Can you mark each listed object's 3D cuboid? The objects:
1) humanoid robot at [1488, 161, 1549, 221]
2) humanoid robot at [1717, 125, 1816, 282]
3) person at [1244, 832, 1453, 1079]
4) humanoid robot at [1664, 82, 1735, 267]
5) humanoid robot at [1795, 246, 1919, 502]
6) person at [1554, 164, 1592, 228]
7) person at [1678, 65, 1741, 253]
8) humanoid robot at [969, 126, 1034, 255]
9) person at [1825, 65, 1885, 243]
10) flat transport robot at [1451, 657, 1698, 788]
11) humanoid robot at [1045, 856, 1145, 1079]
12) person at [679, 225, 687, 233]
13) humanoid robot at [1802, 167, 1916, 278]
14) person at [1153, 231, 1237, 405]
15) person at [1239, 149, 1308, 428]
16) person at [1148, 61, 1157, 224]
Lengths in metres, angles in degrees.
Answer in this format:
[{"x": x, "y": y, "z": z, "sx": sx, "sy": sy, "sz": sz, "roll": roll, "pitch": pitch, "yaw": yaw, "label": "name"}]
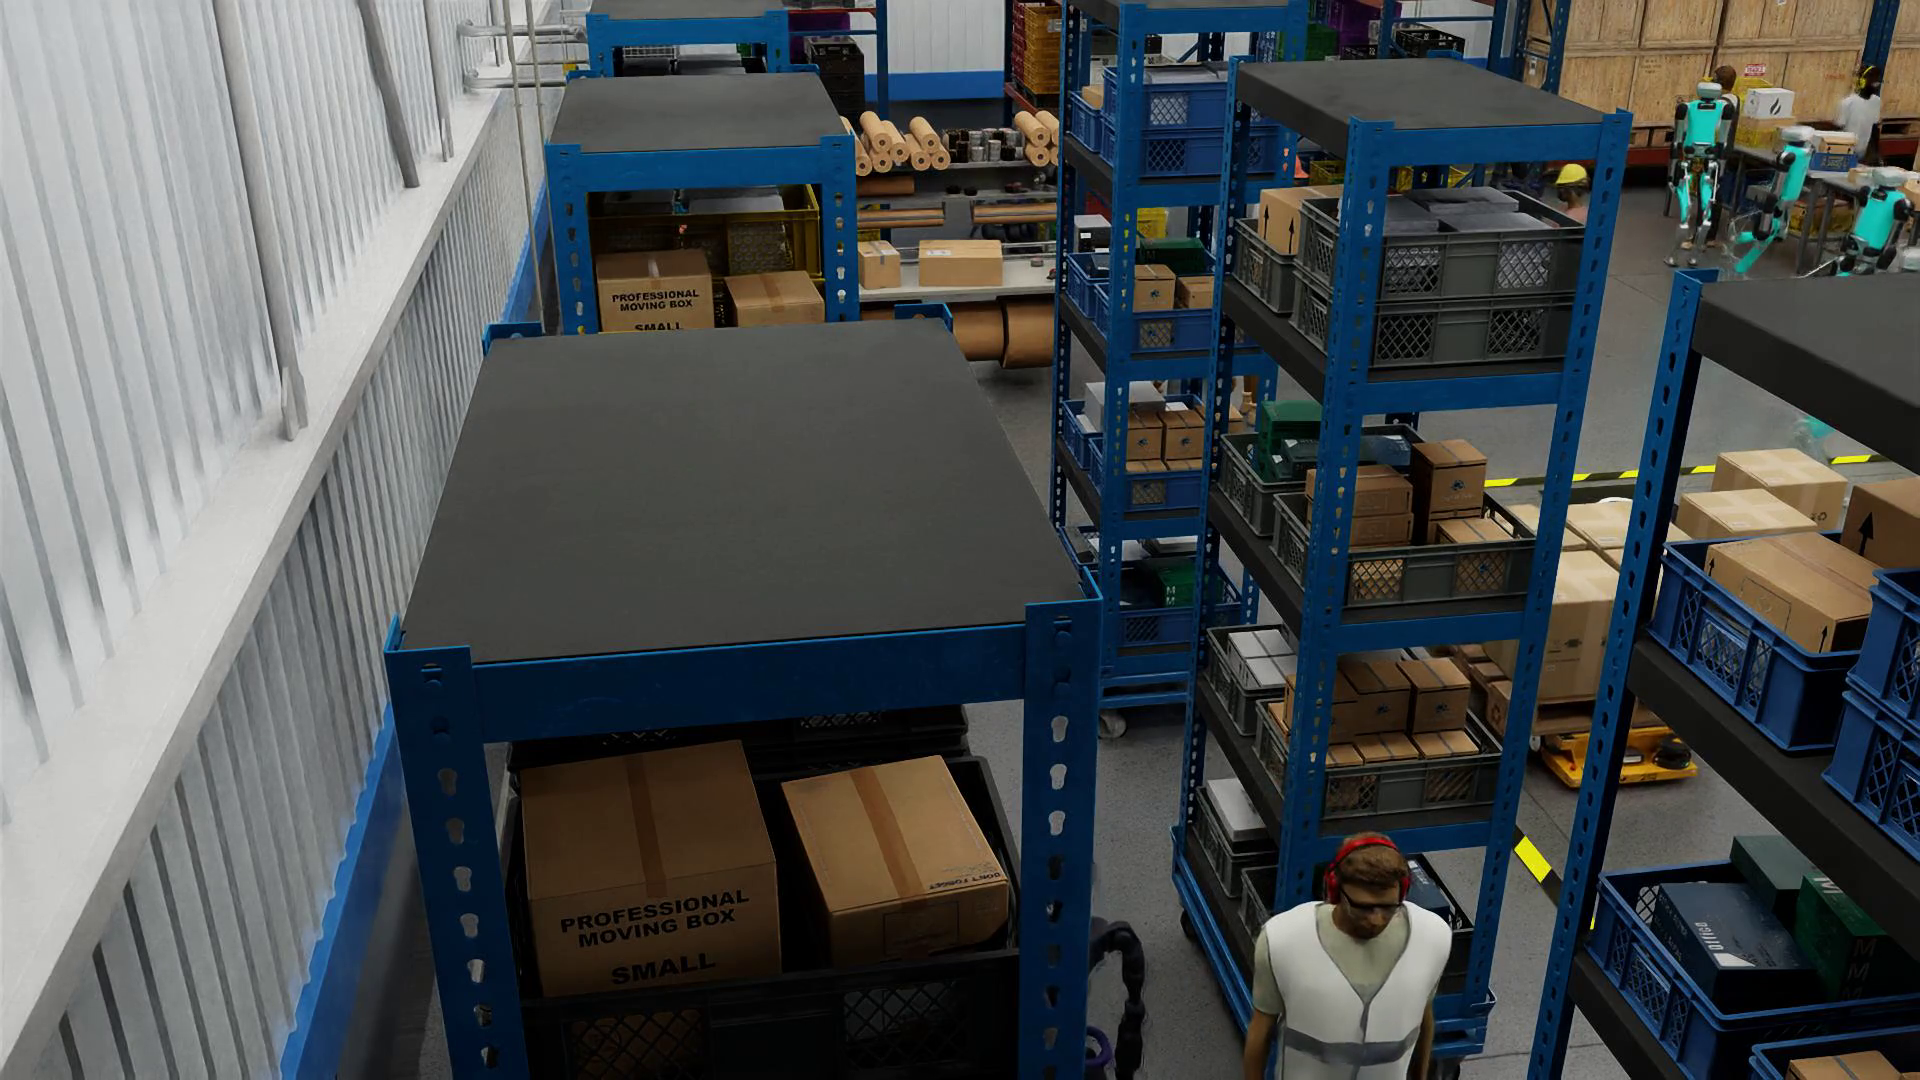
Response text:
[{"x": 5.161, "y": -3.196, "z": 15.597, "sx": 0.603, "sy": 1.632, "sz": 0.731, "roll": -4, "pitch": 25, "yaw": -9, "label": "humanoid robot"}, {"x": 7.009, "y": -2.783, "z": 14.584, "sx": 0.550, "sy": 1.730, "sz": 1.010, "roll": -21, "pitch": 32, "yaw": -38, "label": "humanoid robot"}, {"x": 1.103, "y": 1.617, "z": 4.900, "sx": 0.568, "sy": 1.840, "sz": 0.372, "roll": -3, "pitch": 25, "yaw": -6, "label": "person"}, {"x": 7.116, "y": -3.476, "z": 16.026, "sx": 0.548, "sy": 1.749, "sz": 0.680, "roll": 5, "pitch": 25, "yaw": 10, "label": "humanoid robot"}, {"x": 5.775, "y": -1.102, "z": 10.777, "sx": 0.736, "sy": 1.678, "sz": 0.533, "roll": 14, "pitch": 28, "yaw": 27, "label": "humanoid robot"}, {"x": 4.729, "y": -2.038, "z": 12.957, "sx": 0.408, "sy": 1.748, "sz": 0.589, "roll": 14, "pitch": 28, "yaw": 27, "label": "person"}, {"x": 7.576, "y": -3.826, "z": 16.731, "sx": 0.514, "sy": 1.841, "sz": 0.325, "roll": -22, "pitch": 33, "yaw": -39, "label": "person"}, {"x": 0.372, "y": -2.840, "z": 14.793, "sx": 0.611, "sy": 1.647, "sz": 0.473, "roll": -9, "pitch": 26, "yaw": -19, "label": "humanoid robot"}, {"x": 9.080, "y": -3.844, "z": 16.790, "sx": 0.541, "sy": 1.824, "sz": 0.948, "roll": -10, "pitch": 27, "yaw": -21, "label": "person"}, {"x": 3.106, "y": 0.790, "z": 8.548, "sx": 0.652, "sy": 0.197, "sz": 1.431, "roll": -4, "pitch": 25, "yaw": -8, "label": "flat transport robot"}, {"x": 0.261, "y": 1.659, "z": 5.013, "sx": 0.615, "sy": 1.633, "sz": 0.438, "roll": -3, "pitch": 25, "yaw": -6, "label": "humanoid robot"}, {"x": -1.783, "y": -1.121, "z": 10.759, "sx": 0.392, "sy": 1.930, "sz": 0.537, "roll": 3, "pitch": 25, "yaw": 7, "label": "person"}, {"x": 6.834, "y": -2.014, "z": 12.921, "sx": 1.014, "sy": 1.726, "sz": 0.539, "roll": -4, "pitch": 25, "yaw": -8, "label": "humanoid robot"}, {"x": 1.527, "y": -1.101, "z": 10.797, "sx": 0.588, "sy": 1.852, "sz": 0.400, "roll": -3, "pitch": 25, "yaw": -6, "label": "person"}, {"x": 2.281, "y": -1.828, "z": 12.152, "sx": 0.371, "sy": 2.043, "sz": 0.604, "roll": -1, "pitch": 25, "yaw": -1, "label": "person"}, {"x": 1.983, "y": -4.239, "z": 17.620, "sx": 0.526, "sy": 1.852, "sz": 0.686, "roll": -3, "pitch": 25, "yaw": -8, "label": "person"}]
